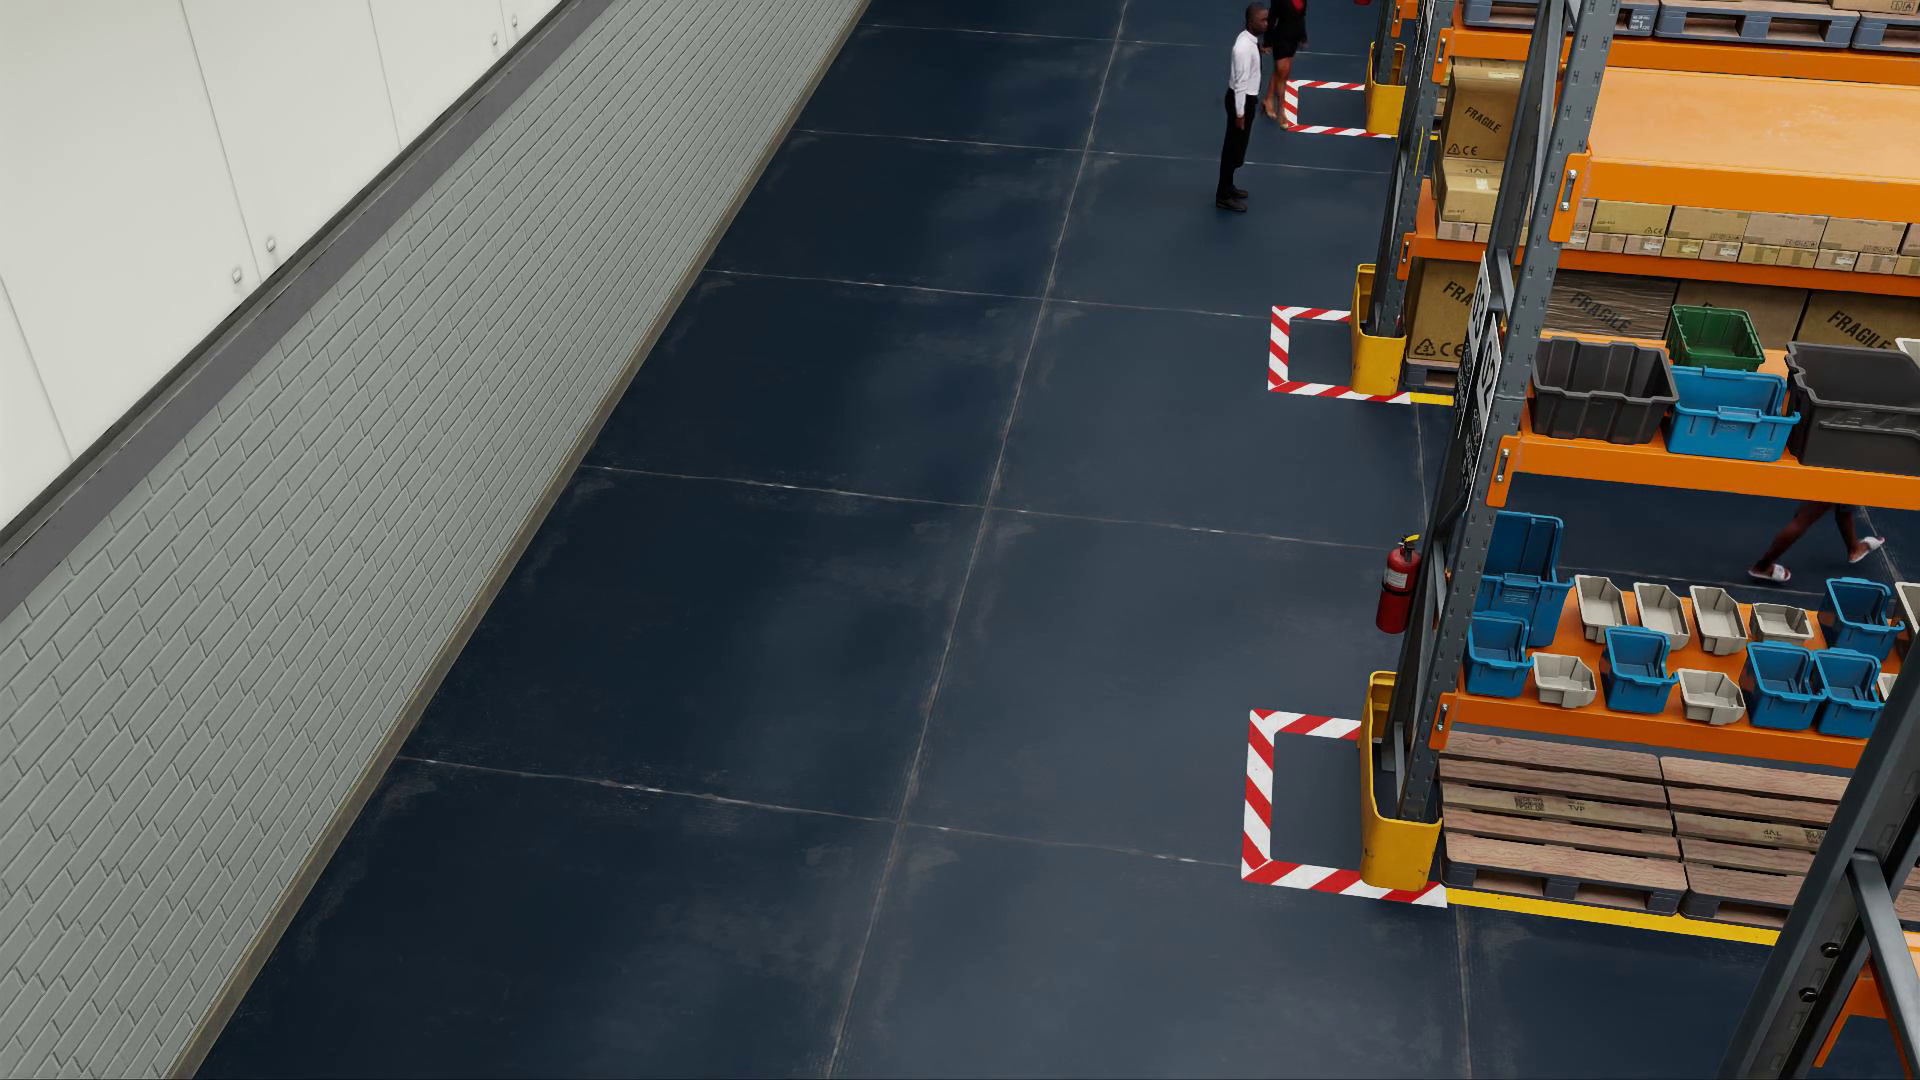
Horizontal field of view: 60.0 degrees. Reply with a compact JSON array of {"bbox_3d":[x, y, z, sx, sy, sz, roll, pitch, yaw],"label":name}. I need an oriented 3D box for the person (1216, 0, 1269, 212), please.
[{"bbox_3d":[2.495,-3.872,14.816,0.523,1.834,0.634,7,38,9],"label":"person"}]

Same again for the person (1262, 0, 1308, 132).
[{"bbox_3d":[3.127,-4.887,16.326,0.806,1.622,0.863,-22,43,-27],"label":"person"}]
